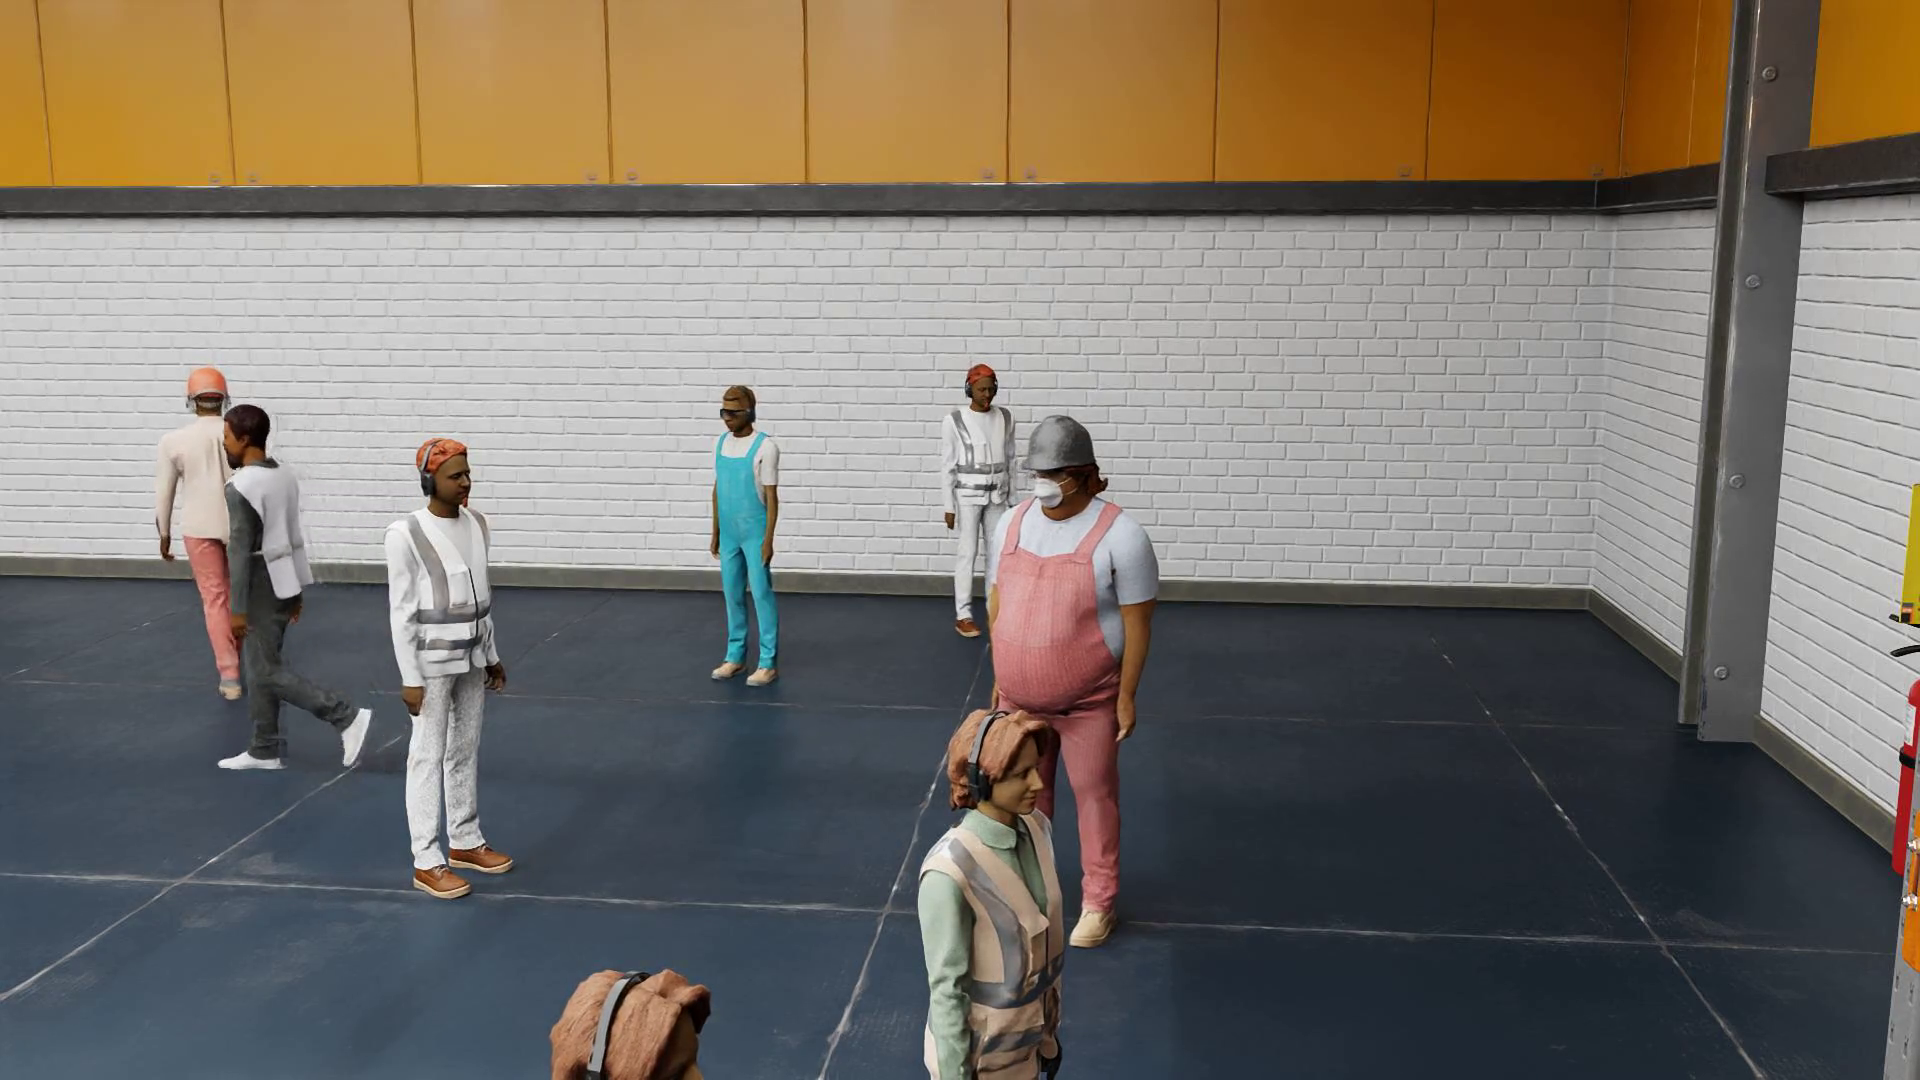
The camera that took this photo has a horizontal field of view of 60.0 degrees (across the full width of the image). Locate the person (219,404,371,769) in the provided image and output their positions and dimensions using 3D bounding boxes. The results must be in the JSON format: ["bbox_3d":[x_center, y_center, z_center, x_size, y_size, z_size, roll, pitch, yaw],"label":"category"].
[{"bbox_3d":[-3.398,0.261,8.348,0.745,1.896,0.594,-1,10,-3],"label":"person"}]

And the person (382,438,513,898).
[{"bbox_3d":[-2.117,0.517,6.907,0.355,1.883,0.572,4,11,23],"label":"person"}]

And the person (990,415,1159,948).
[{"bbox_3d":[0.373,0.535,6.347,0.684,2.000,0.536,6,12,33],"label":"person"}]

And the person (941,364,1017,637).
[{"bbox_3d":[0.142,-0.270,11.434,0.583,1.879,0.365,-6,11,-30],"label":"person"}]

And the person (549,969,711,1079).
[{"bbox_3d":[-0.474,1.414,2.464,0.307,1.640,0.518,2,10,9],"label":"person"}]

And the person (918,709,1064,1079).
[{"bbox_3d":[0.074,1.182,3.793,0.307,1.641,0.513,5,11,26],"label":"person"}]

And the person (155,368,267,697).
[{"bbox_3d":[-4.528,-0.071,10.105,0.644,1.937,1.012,-6,12,-33],"label":"person"}]

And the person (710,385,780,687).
[{"bbox_3d":[-1.320,-0.030,10.168,0.510,1.838,0.328,7,12,33],"label":"person"}]
